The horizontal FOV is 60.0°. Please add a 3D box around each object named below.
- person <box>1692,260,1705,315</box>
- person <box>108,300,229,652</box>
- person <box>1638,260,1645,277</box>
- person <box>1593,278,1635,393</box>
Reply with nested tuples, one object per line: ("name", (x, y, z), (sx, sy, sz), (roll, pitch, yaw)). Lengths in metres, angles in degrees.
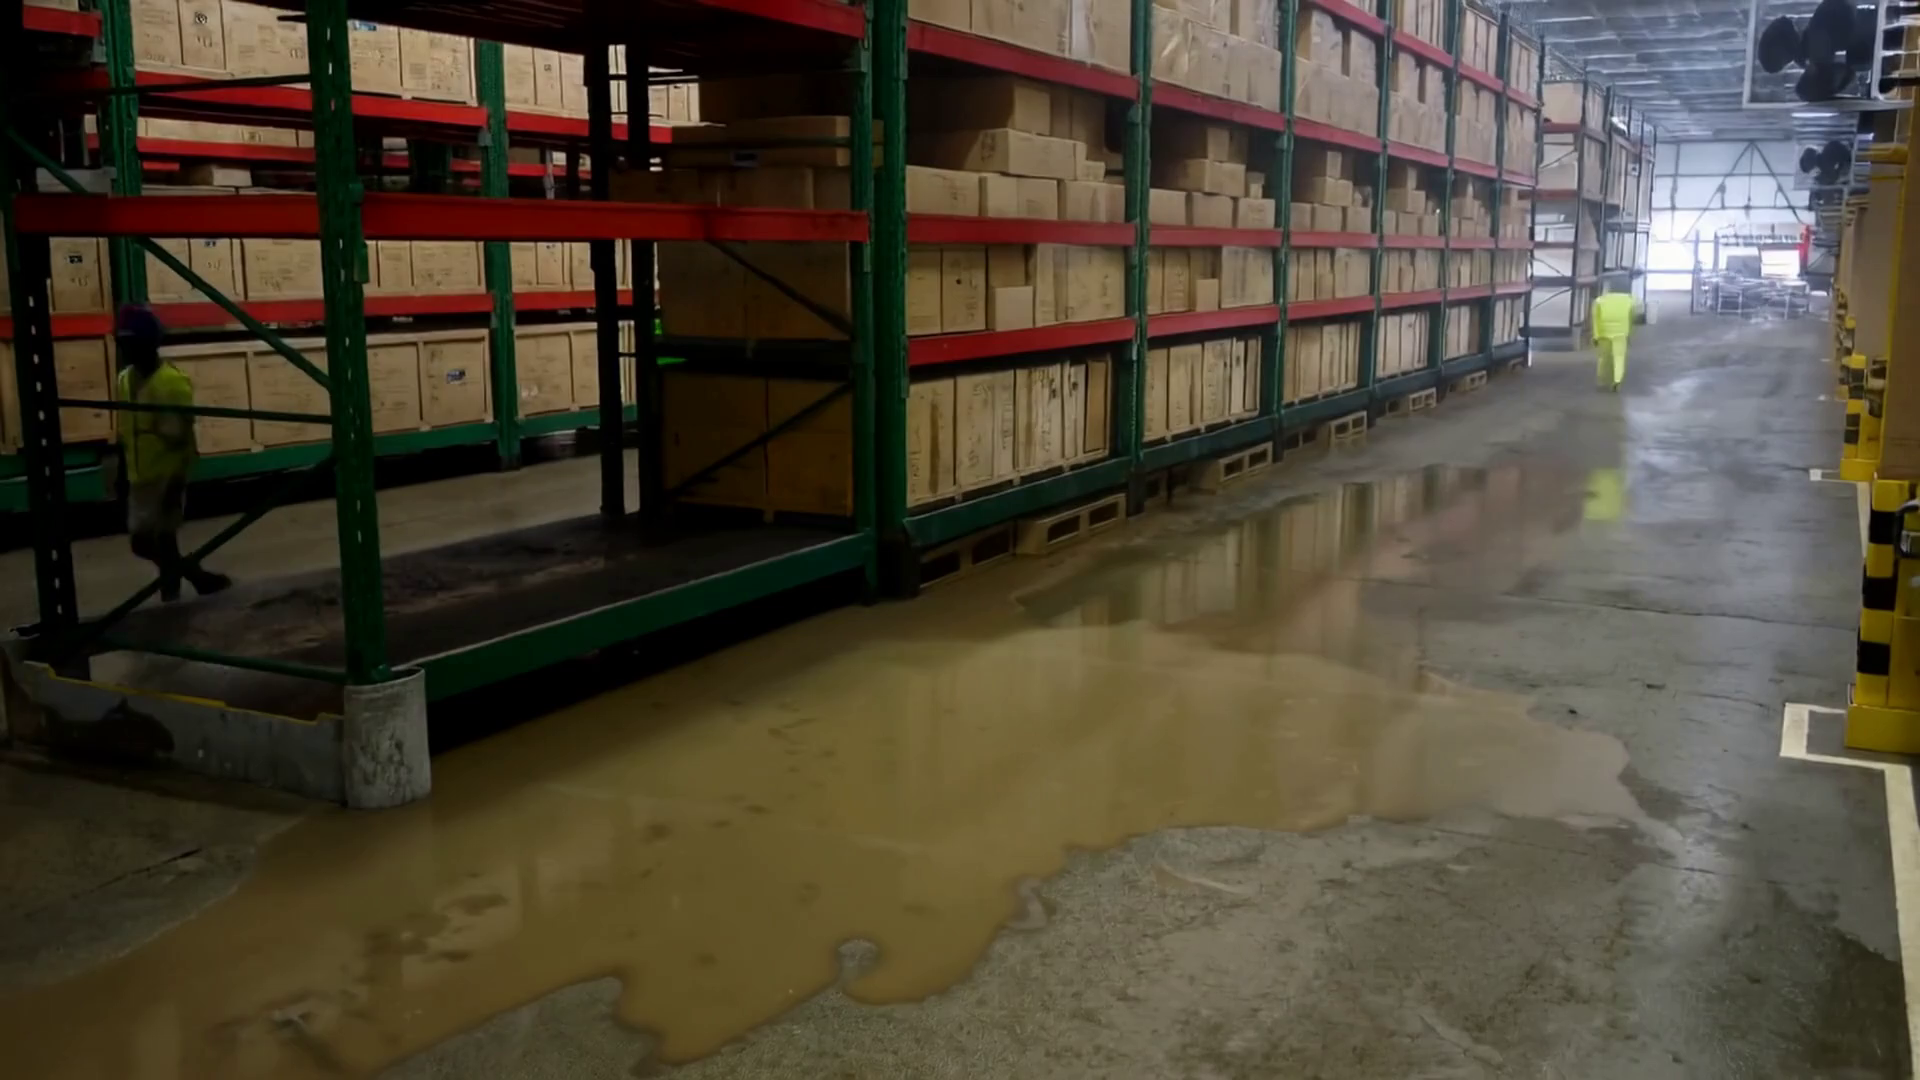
("person", (25.852, -8.834, 58.226), (0.357, 1.938, 0.636), (5, 11, 26))
("person", (-4.401, -0.368, 9.243), (0.559, 1.923, 0.645), (5, 11, 26))
("person", (33.704, -12.975, 82.188), (0.372, 1.940, 0.630), (5, 11, 27))
("person", (10.252, -3.212, 26.110), (0.626, 1.799, 0.970), (3, 10, 14))
